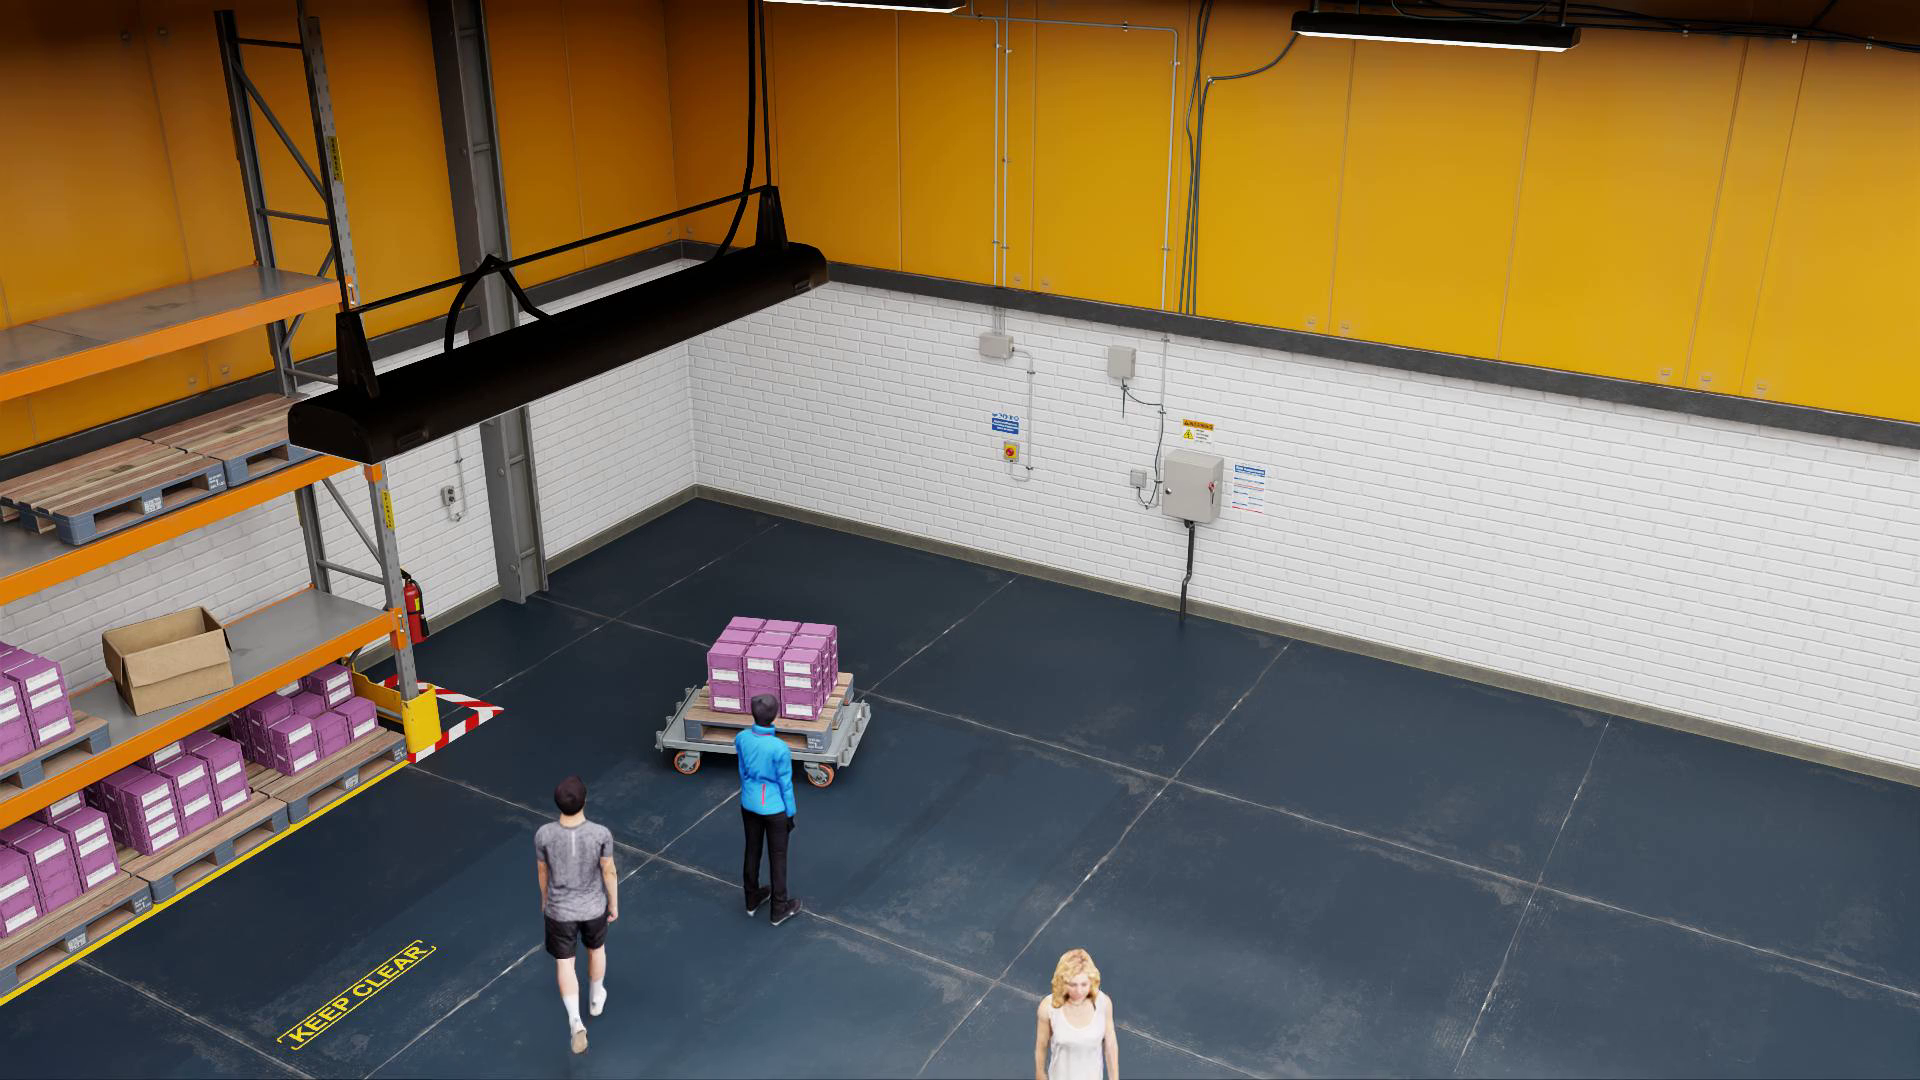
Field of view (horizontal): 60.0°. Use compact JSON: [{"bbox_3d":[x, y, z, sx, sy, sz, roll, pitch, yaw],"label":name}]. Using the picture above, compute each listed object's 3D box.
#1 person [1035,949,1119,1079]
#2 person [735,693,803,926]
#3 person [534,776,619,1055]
[{"bbox_3d":[0.654,2.981,9.465,1.028,1.627,1.122,-5,24,-10],"label":"person"},{"bbox_3d":[-1.389,1.888,11.754,0.596,1.797,0.550,12,26,25],"label":"person"},{"bbox_3d":[-2.445,2.382,10.558,1.044,1.849,1.135,-4,24,-9],"label":"person"}]
